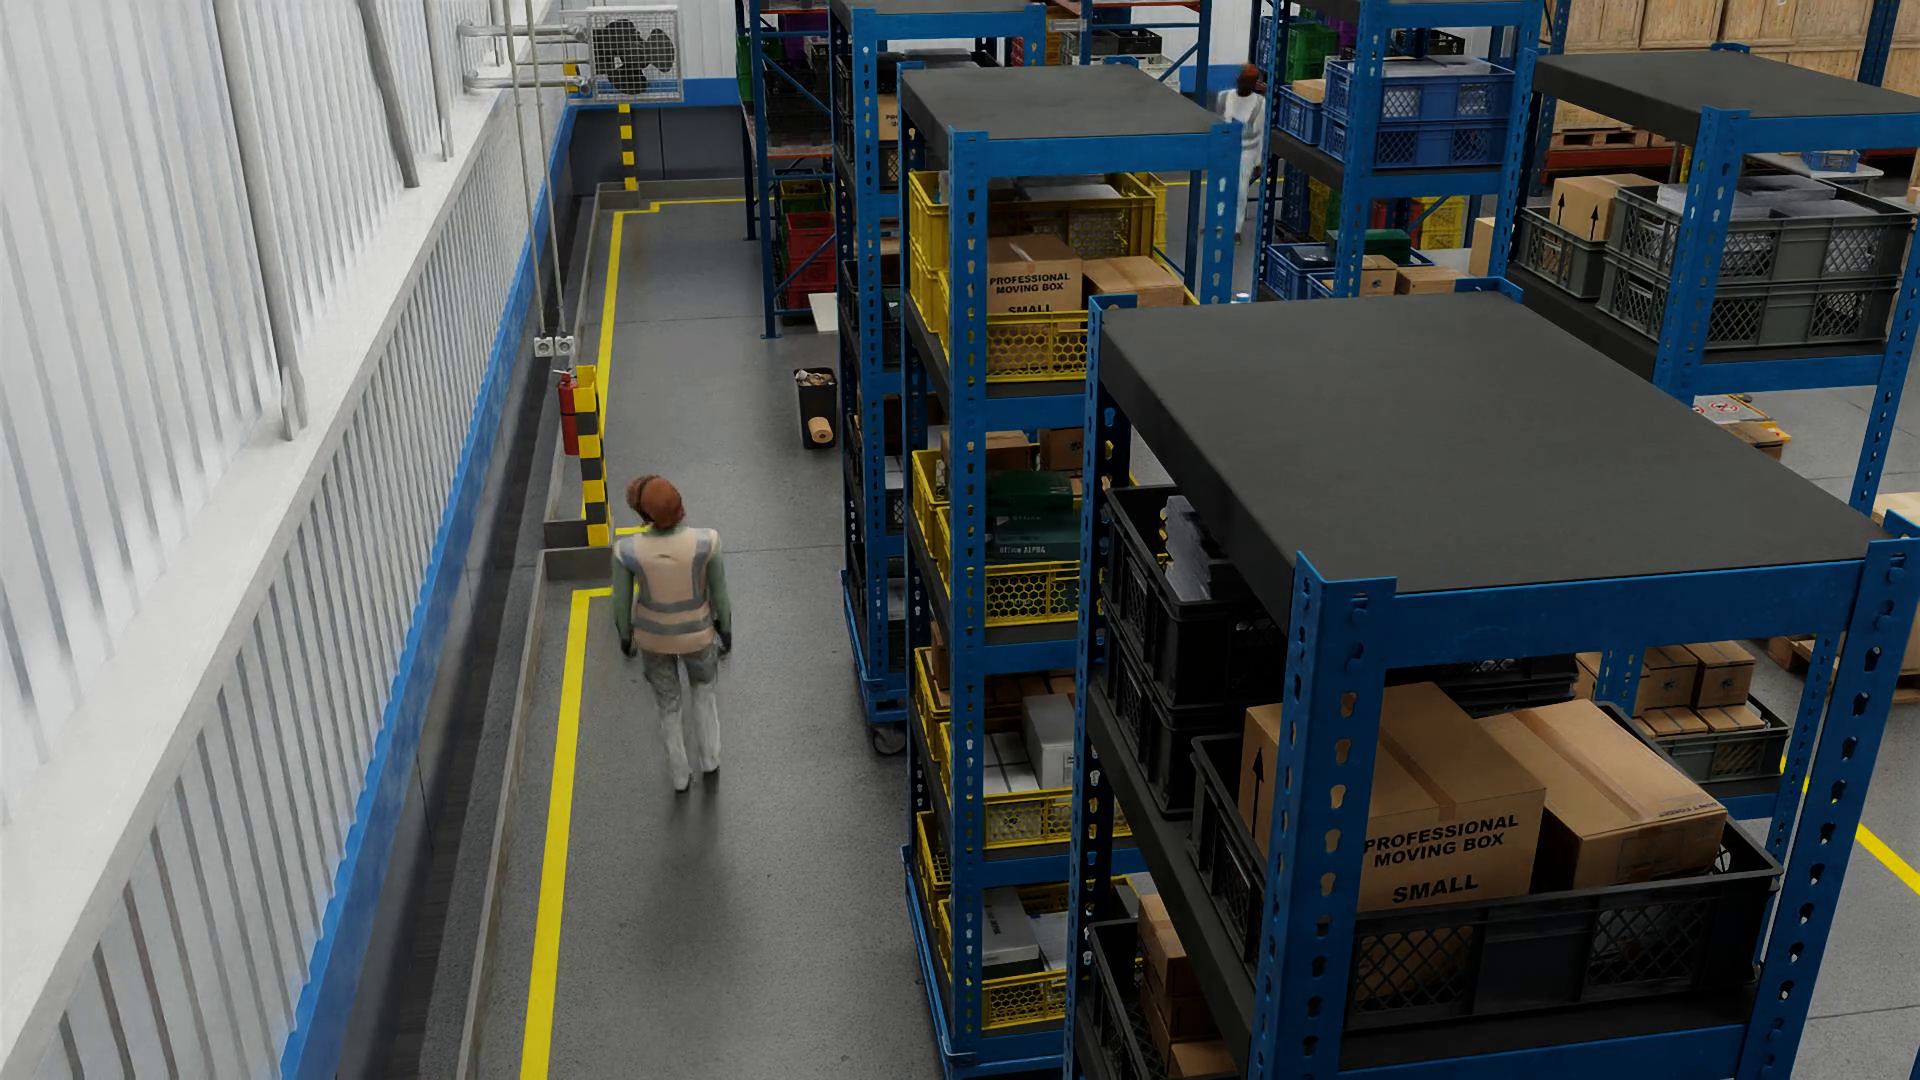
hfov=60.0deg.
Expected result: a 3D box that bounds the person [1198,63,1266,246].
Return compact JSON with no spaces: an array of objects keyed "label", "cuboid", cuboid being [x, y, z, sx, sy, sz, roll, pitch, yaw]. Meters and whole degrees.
[{"label":"person","cuboid":[2.818,-3.915,16.901,0.643,1.848,0.442,13,28,26]}]

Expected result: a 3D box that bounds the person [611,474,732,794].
[{"label":"person","cuboid":[-1.324,0.424,7.731,0.541,1.612,0.456,-3,25,-7]}]
